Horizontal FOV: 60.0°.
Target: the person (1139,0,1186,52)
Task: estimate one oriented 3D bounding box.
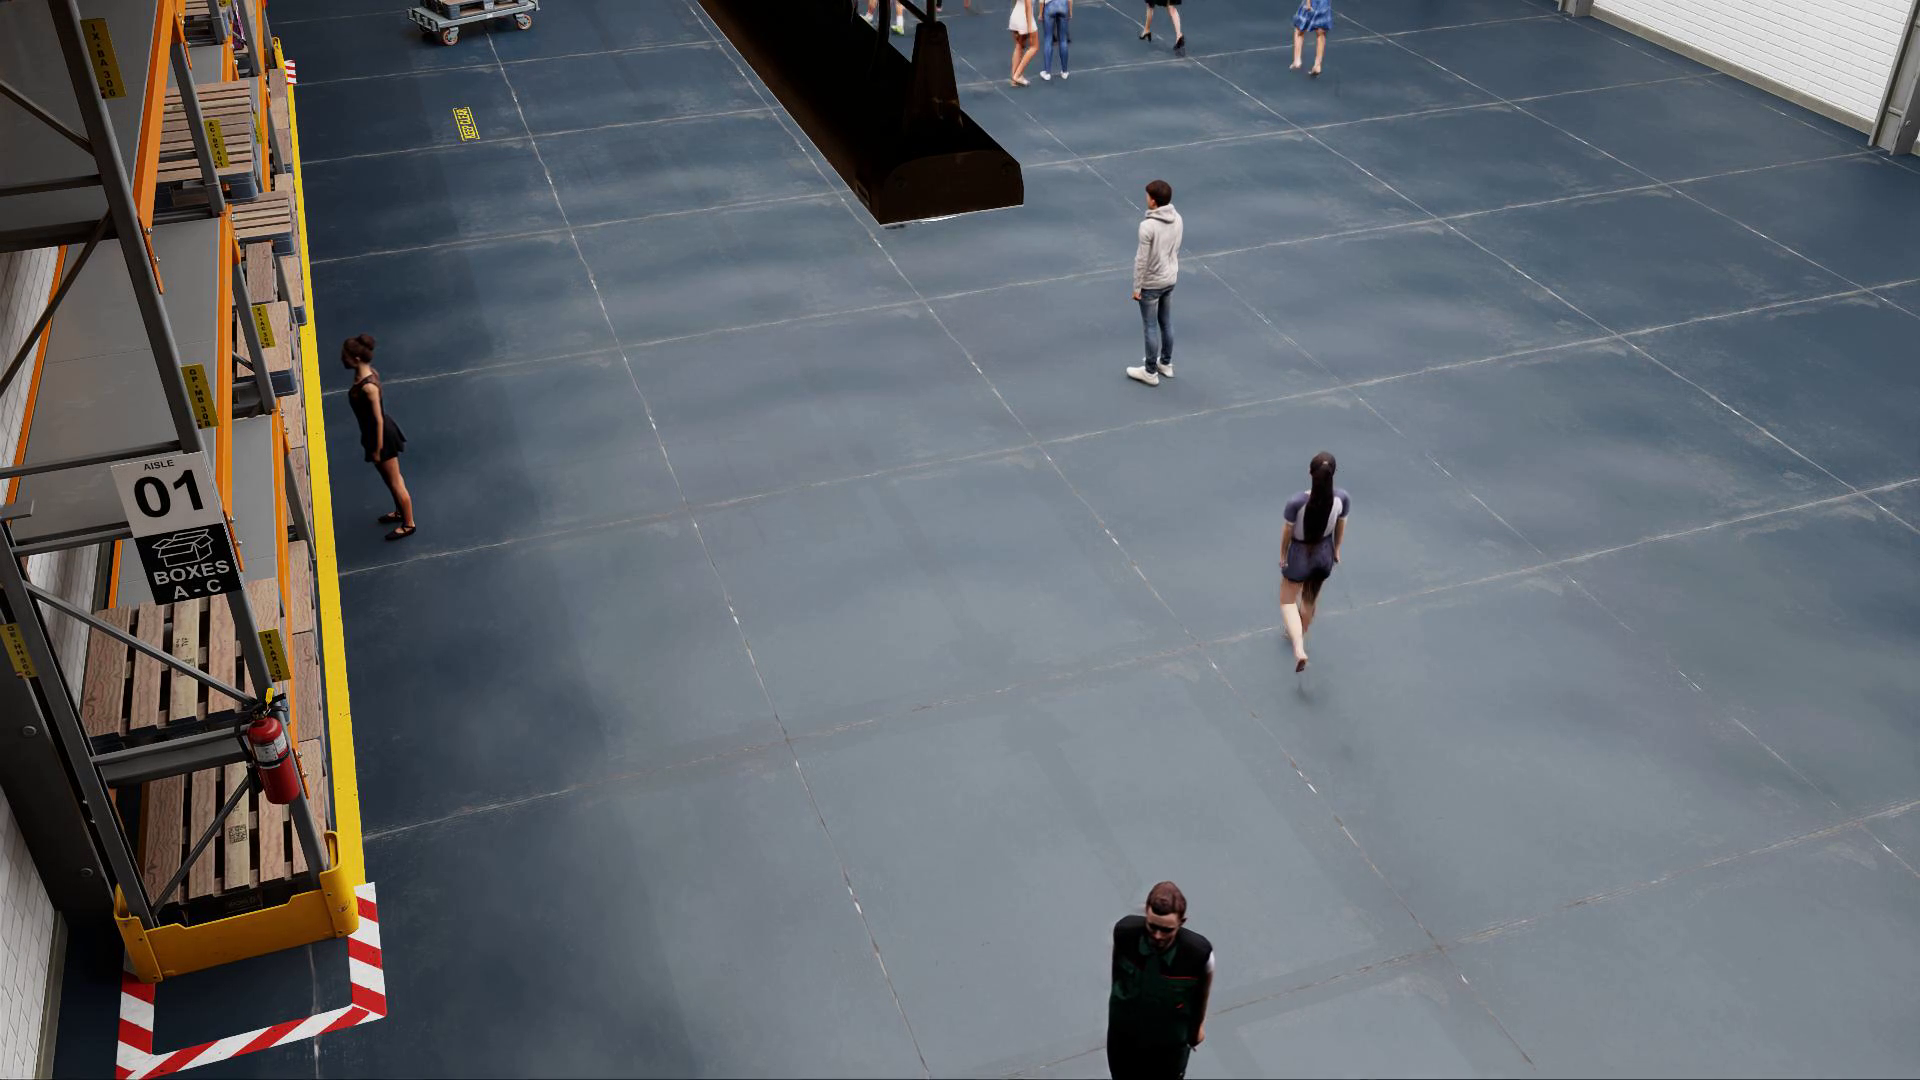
[{"bbox_3d":[2.850,-7.524,22.653,0.847,1.703,1.228,-25,41,-33],"label":"person"}]

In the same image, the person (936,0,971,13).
[{"bbox_3d":[-0.157,-8.528,24.156,1.015,1.710,0.890,22,40,30],"label":"person"}]

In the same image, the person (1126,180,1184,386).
[{"bbox_3d":[1.745,-2.271,14.616,0.745,1.851,0.733,-28,43,-36],"label":"person"}]

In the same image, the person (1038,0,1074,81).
[{"bbox_3d":[1.249,-6.880,21.669,0.651,1.719,0.577,-5,34,-7],"label":"person"}]

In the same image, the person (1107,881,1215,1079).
[{"bbox_3d":[0.903,2.261,7.811,0.719,1.835,0.770,13,36,18],"label":"person"}]

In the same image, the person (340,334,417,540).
[{"bbox_3d":[-4.384,-0.784,12.538,0.646,1.674,0.511,-14,36,-20],"label":"person"}]

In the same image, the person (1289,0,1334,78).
[{"bbox_3d":[4.689,-6.891,21.625,0.642,1.785,0.744,-12,35,-17],"label":"person"}]

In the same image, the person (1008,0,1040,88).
[{"bbox_3d":[0.744,-6.649,21.351,0.677,1.686,0.526,-15,36,-21],"label":"person"}]

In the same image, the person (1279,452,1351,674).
[{"bbox_3d":[2.361,0.169,11.143,0.711,1.632,0.913,-4,34,-6],"label":"person"}]

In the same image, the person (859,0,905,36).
[{"bbox_3d":[-0.963,-7.989,23.263,0.895,1.802,1.129,-27,42,-35],"label":"person"}]
